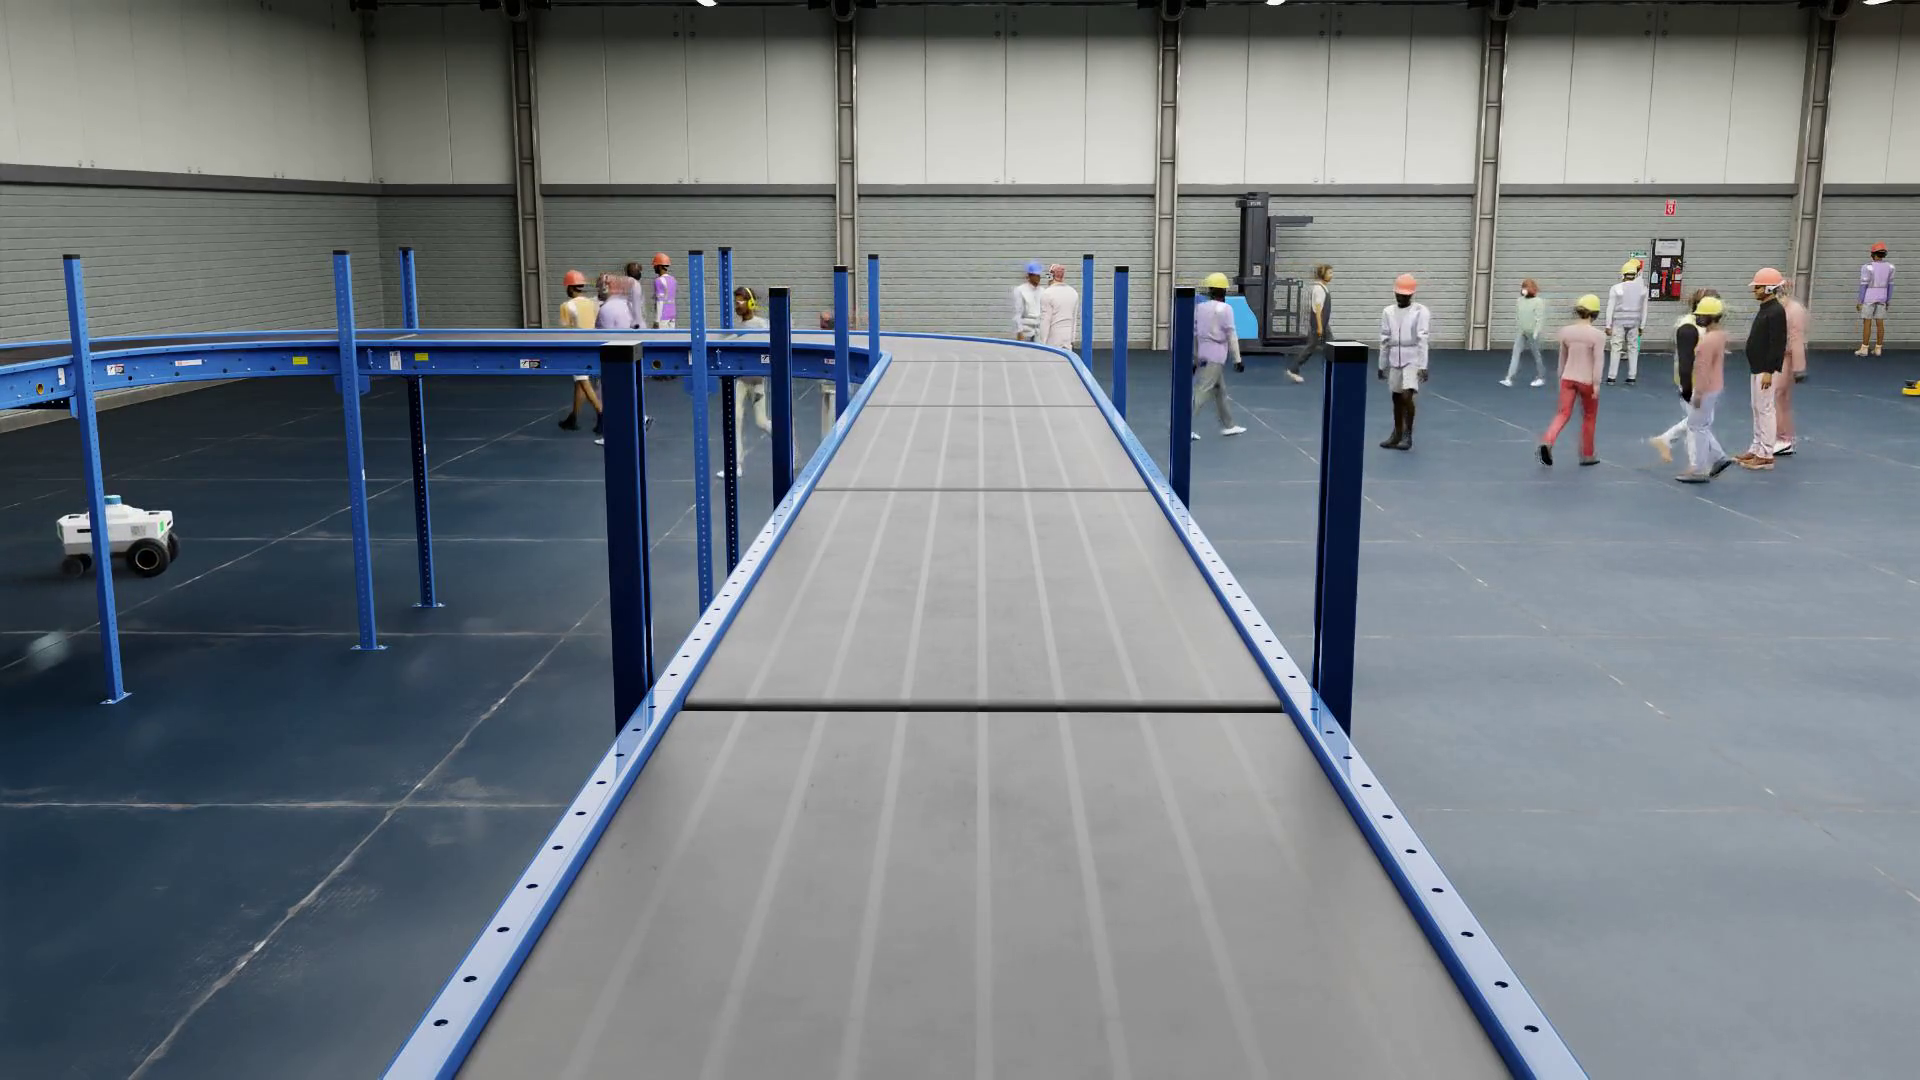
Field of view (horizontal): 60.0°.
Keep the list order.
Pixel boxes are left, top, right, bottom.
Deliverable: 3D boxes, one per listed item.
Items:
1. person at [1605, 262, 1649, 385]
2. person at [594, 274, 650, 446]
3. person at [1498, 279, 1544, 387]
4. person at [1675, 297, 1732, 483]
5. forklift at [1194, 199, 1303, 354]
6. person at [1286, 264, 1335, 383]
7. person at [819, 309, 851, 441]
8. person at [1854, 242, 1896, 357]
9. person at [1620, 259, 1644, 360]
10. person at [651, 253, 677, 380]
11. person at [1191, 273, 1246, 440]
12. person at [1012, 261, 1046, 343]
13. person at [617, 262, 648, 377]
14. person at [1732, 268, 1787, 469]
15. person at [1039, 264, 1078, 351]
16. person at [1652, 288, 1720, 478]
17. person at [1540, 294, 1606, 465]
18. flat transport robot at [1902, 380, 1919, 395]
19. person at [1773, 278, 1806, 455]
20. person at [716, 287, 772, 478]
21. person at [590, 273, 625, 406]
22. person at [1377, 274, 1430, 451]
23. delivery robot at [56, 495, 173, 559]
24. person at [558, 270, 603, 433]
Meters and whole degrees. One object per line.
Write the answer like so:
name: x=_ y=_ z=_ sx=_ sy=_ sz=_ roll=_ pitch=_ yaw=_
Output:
person: x=9.972 y=-3.240 z=24.938 sx=0.597 sy=1.823 sz=0.403 roll=0 pitch=11 yaw=-2
person: x=-3.737 y=-1.960 z=18.186 sx=0.571 sy=1.885 sz=0.660 roll=1 pitch=11 yaw=3
person: x=8.371 y=-3.052 z=24.561 sx=0.850 sy=1.580 sz=0.518 roll=-7 pitch=13 yaw=-31
person: x=7.030 y=-1.411 z=15.691 sx=0.381 sy=1.754 sz=0.543 roll=8 pitch=14 yaw=36
forklift: x=5.313 y=-4.851 z=30.603 sx=1.873 sy=2.768 sz=1.129 roll=0 pitch=11 yaw=1
person: x=5.398 y=-3.265 z=25.106 sx=0.923 sy=1.810 sz=0.520 roll=5 pitch=12 yaw=24
person: x=-1.171 y=-1.436 z=16.180 sx=0.538 sy=1.620 sz=0.527 roll=-4 pitch=12 yaw=-18
person: x=16.522 y=-4.349 z=30.072 sx=0.607 sy=2.044 sz=0.378 roll=-1 pitch=11 yaw=-3
person: x=11.815 y=-4.054 z=29.264 sx=0.525 sy=1.769 sz=0.327 roll=-9 pitch=14 yaw=-39
person: x=-4.593 y=-3.461 z=25.766 sx=0.353 sy=1.942 sz=0.545 roll=3 pitch=11 yaw=16
person: x=2.863 y=-2.088 z=18.902 sx=1.010 sy=1.881 sz=0.583 roll=-5 pitch=12 yaw=-26
person: x=0.955 y=-2.903 z=23.014 sx=0.606 sy=1.907 sz=0.986 roll=-6 pitch=12 yaw=-26
person: x=-5.211 y=-3.461 z=26.126 sx=0.870 sy=1.809 sz=0.611 roll=-10 pitch=15 yaw=-43
person: x=8.053 y=-1.724 z=16.701 sx=0.395 sy=1.992 sz=0.622 roll=3 pitch=11 yaw=14
person: x=1.211 y=-2.560 z=21.230 sx=0.405 sy=1.906 sz=0.652 roll=11 pitch=15 yaw=44
person: x=7.132 y=-1.543 z=16.225 sx=0.640 sy=1.823 sz=0.640 roll=10 pitch=15 yaw=43
person: x=6.196 y=-1.601 z=16.731 sx=0.770 sy=1.742 sz=0.526 roll=-9 pitch=14 yaw=-38
flat transport robot: x=14.080 y=-2.119 z=23.286 sx=1.431 sy=0.197 sz=0.652 roll=9 pitch=14 yaw=40
person: x=8.596 y=-1.817 z=17.502 sx=0.536 sy=1.869 sz=0.675 roll=1 pitch=11 yaw=4
person: x=-2.001 y=-1.549 z=16.219 sx=0.518 sy=1.842 sz=0.833 roll=8 pitch=14 yaw=37
person: x=-4.439 y=-2.436 z=20.865 sx=0.579 sy=1.819 sz=0.987 roll=-2 pitch=11 yaw=-12
person: x=4.779 y=-1.900 z=17.851 sx=0.640 sy=1.893 sz=0.641 roll=11 pitch=15 yaw=43
delivery robot: x=-5.994 y=-0.074 z=11.806 sx=0.707 sy=0.478 sz=0.477 roll=-3 pitch=11 yaw=-15
person: x=-4.409 y=-2.205 z=19.470 sx=0.995 sy=1.896 sz=0.564 roll=8 pitch=13 yaw=34
